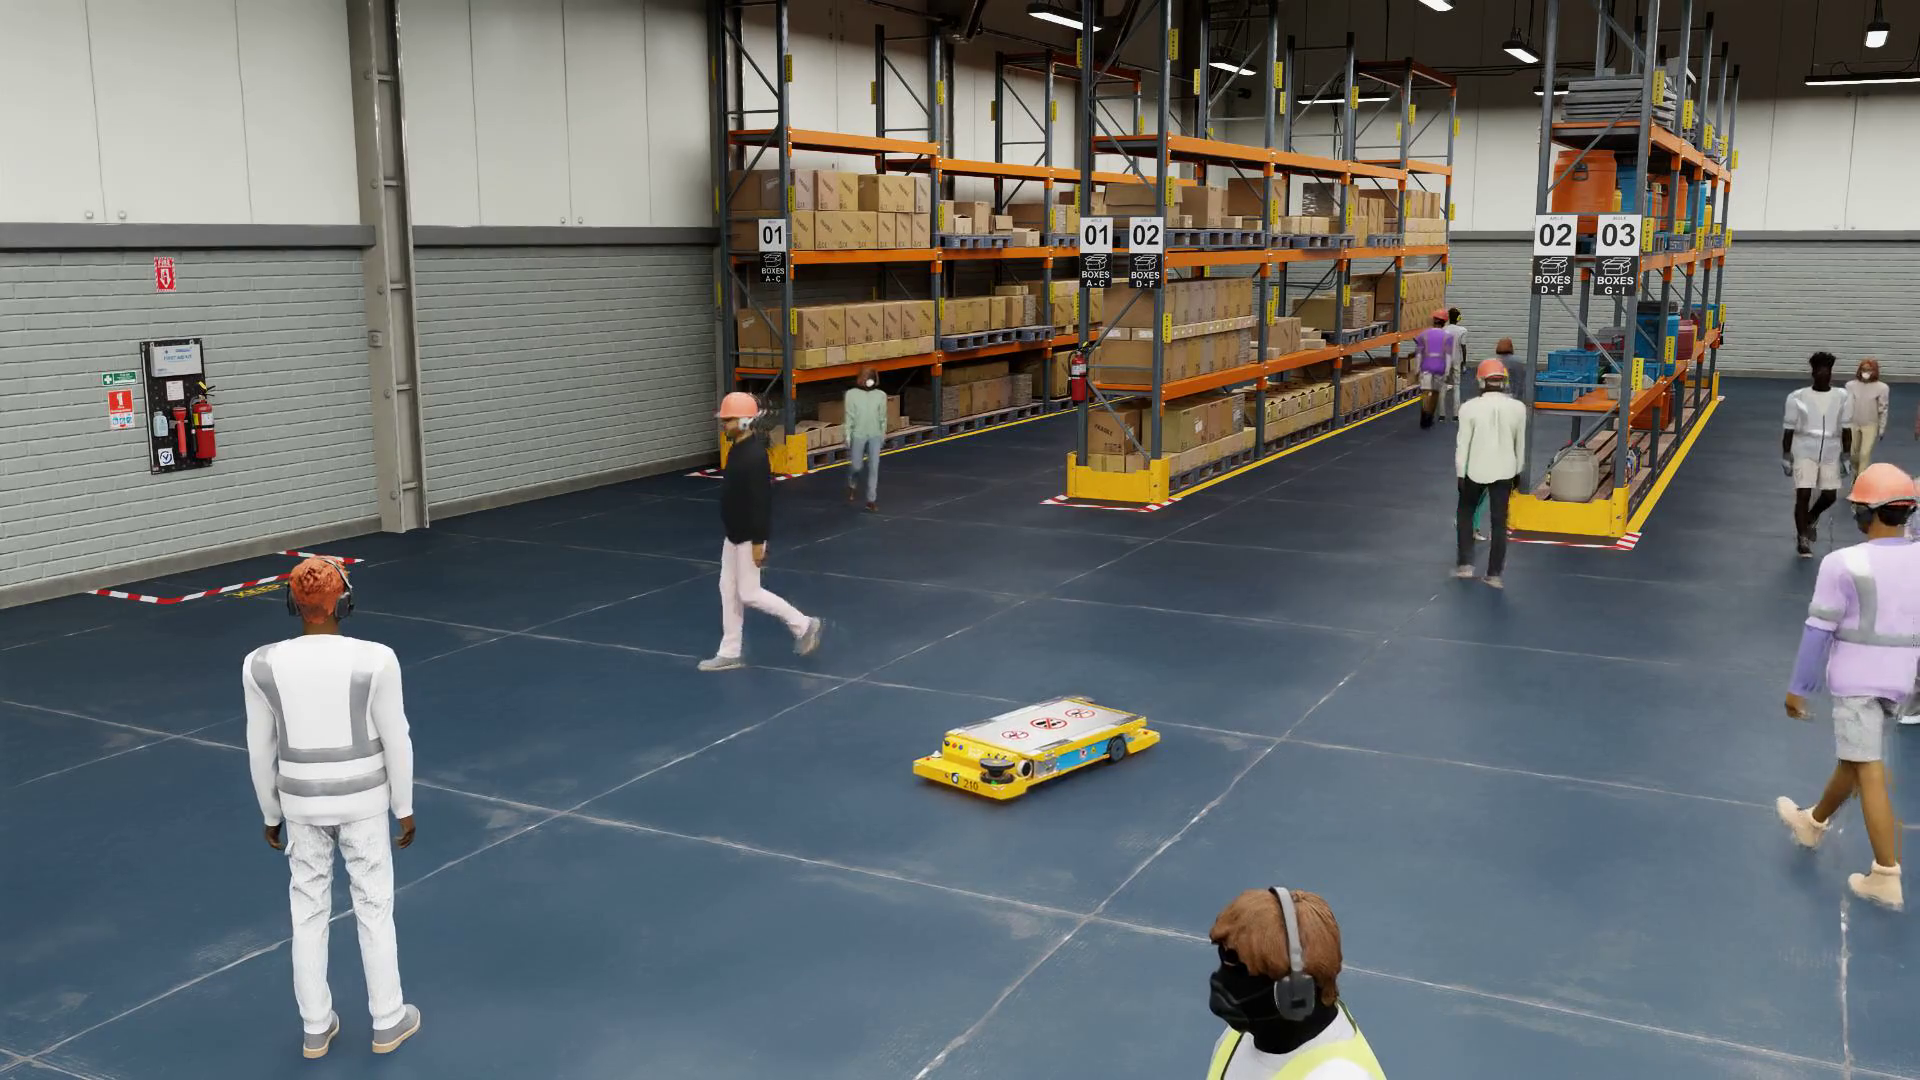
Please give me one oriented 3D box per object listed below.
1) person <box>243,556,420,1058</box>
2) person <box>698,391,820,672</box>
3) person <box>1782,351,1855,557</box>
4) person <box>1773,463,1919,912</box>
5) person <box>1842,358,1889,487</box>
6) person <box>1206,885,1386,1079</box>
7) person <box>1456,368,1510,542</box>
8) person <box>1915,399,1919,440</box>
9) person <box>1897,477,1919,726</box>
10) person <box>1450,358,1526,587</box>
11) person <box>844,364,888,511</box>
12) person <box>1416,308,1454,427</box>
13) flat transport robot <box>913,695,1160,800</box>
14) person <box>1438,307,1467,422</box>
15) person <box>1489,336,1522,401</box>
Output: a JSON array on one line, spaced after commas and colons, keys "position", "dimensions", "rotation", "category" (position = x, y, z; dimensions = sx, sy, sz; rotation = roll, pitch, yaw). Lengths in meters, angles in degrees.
[{"position": [-2.300, 0.987, 6.138], "dimensions": [0.574, 1.882, 0.356], "rotation": [-1, 10, -5], "category": "person"}, {"position": [-1.432, -0.057, 11.595], "dimensions": [0.725, 1.980, 0.615], "rotation": [-4, 11, -23], "category": "person"}, {"position": [8.135, -0.828, 15.831], "dimensions": [0.621, 1.951, 0.597], "rotation": [2, 11, 12], "category": "person"}, {"position": [4.161, 0.631, 7.770], "dimensions": [0.634, 1.991, 1.012], "rotation": [-2, 11, -11], "category": "person"}, {"position": [10.580, -1.327, 19.455], "dimensions": [0.464, 1.615, 0.532], "rotation": [-9, 14, -40], "category": "person"}, {"position": [0.617, 1.547, 3.233], "dimensions": [0.430, 1.836, 0.627], "rotation": [0, 10, -3], "category": "person"}, {"position": [5.214, -0.848, 16.494], "dimensions": [0.544, 1.738, 0.401], "rotation": [-5, 11, -24], "category": "person"}, {"position": [11.189, -1.286, 18.931], "dimensions": [0.558, 1.731, 0.693], "rotation": [6, 12, 30], "category": "person"}, {"position": [6.015, 0.236, 10.111], "dimensions": [0.367, 1.924, 0.594], "rotation": [-3, 11, -15], "category": "person"}, {"position": [4.608, -0.592, 14.514], "dimensions": [0.643, 1.973, 0.644], "rotation": [0, 10, 1], "category": "person"}, {"position": [-1.056, -1.145, 18.456], "dimensions": [0.518, 1.618, 0.456], "rotation": [-4, 11, -19], "category": "person"}, {"position": [7.459, -2.693, 26.164], "dimensions": [0.566, 1.899, 0.840], "rotation": [4, 11, 20], "category": "person"}, {"position": [0.463, 1.165, 9.566], "dimensions": [0.652, 0.197, 1.431], "rotation": [10, 14, 43], "category": "flat transport robot"}, {"position": [8.016, -2.865, 27.173], "dimensions": [0.521, 1.873, 0.335], "rotation": [6, 12, 29], "category": "person"}, {"position": [7.680, -2.077, 23.567], "dimensions": [0.506, 1.614, 0.679], "rotation": [6, 12, 30], "category": "person"}]
